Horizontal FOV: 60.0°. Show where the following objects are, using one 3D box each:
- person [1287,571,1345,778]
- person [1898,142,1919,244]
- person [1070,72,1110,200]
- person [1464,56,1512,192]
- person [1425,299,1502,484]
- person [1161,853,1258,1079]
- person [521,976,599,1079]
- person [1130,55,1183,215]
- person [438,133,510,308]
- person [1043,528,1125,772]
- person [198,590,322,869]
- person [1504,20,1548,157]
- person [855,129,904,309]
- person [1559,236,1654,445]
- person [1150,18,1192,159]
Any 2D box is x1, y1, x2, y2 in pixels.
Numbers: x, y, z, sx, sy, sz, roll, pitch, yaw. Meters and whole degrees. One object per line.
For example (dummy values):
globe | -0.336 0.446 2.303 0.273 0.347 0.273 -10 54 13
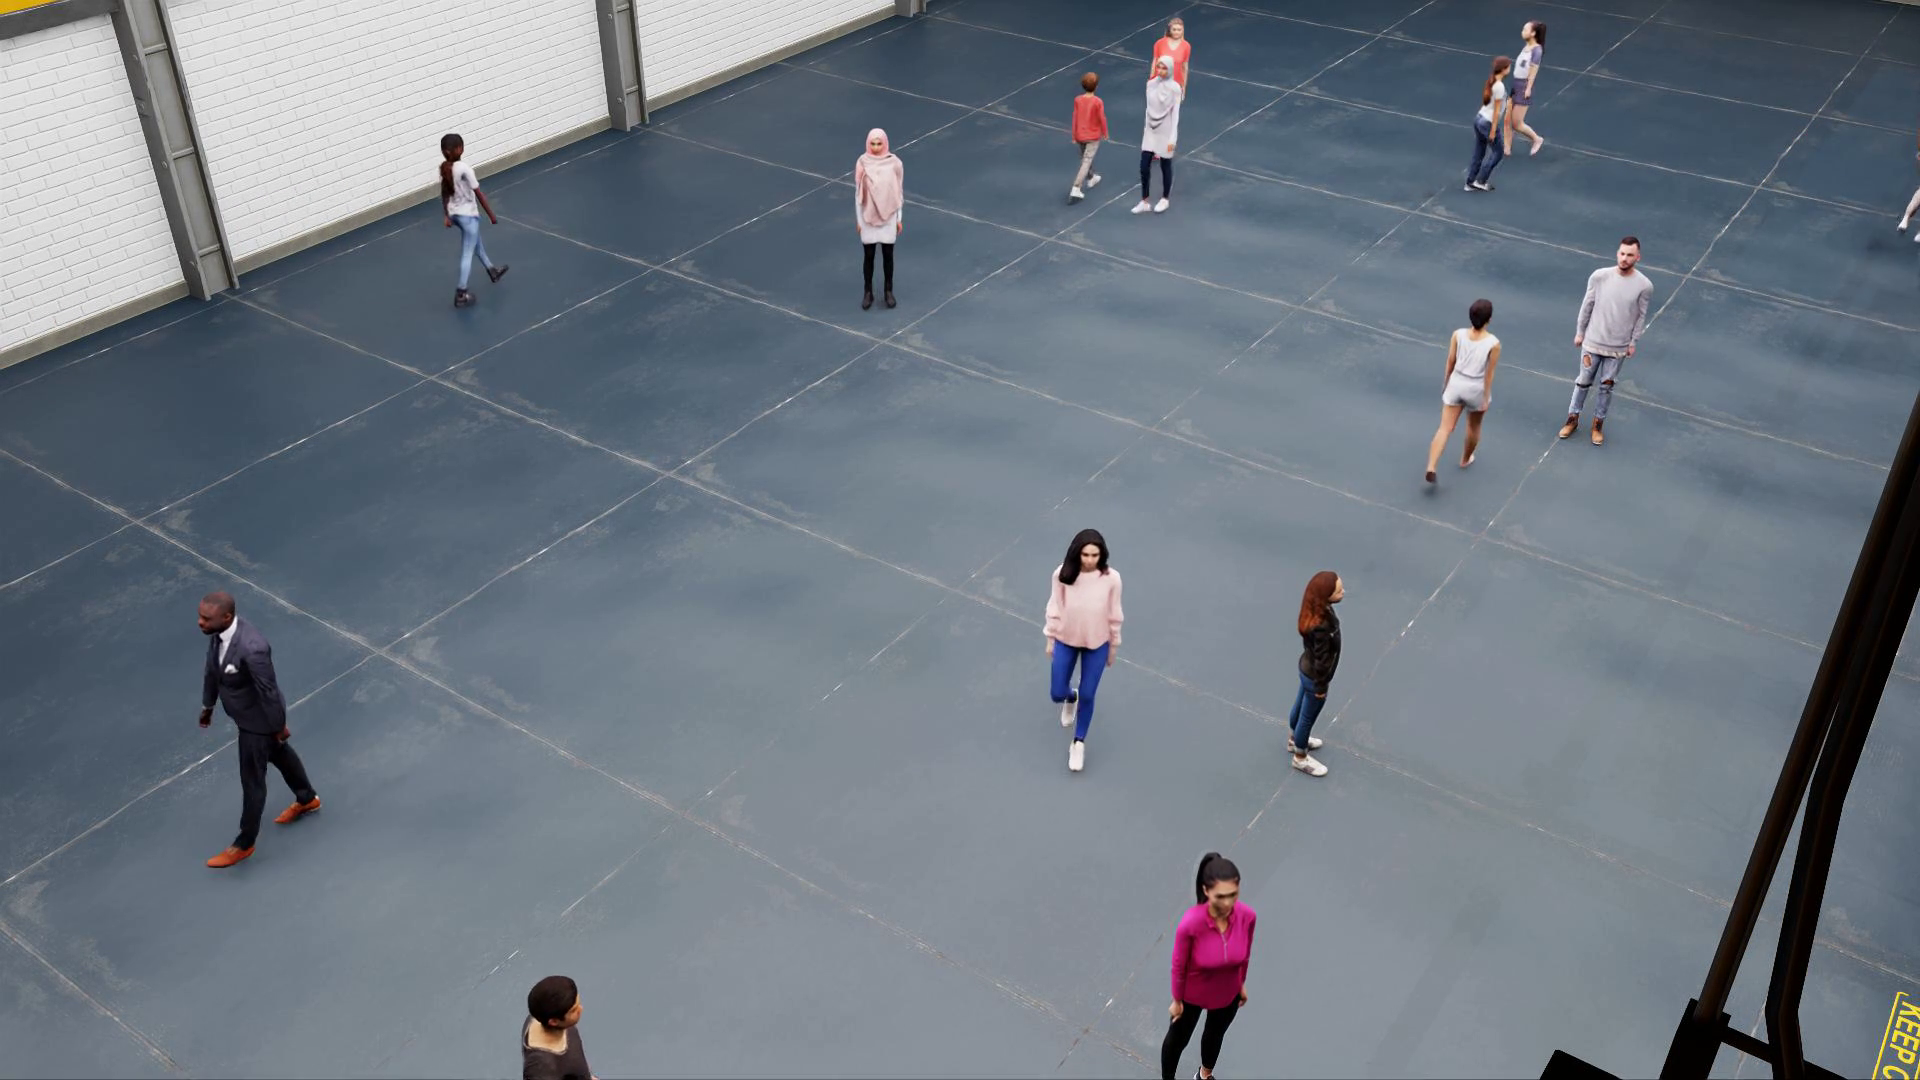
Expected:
person | 2.260 0.819 10.603 0.700 1.484 0.604 2 34 2
person | 10.332 -3.993 17.533 0.900 1.827 0.860 -18 38 -25
person | 1.412 -4.523 18.729 0.509 1.386 0.943 22 39 29
person | 5.925 -4.704 18.849 0.733 1.554 0.674 -6 34 -9
person | 4.088 -1.180 13.524 0.558 1.581 0.975 21 39 28
person | 1.228 2.228 8.289 0.671 1.698 0.744 -9 35 -13
person | -1.904 2.644 7.663 0.778 1.698 0.735 -10 35 -15
person | 2.265 -4.475 18.320 0.666 1.759 0.795 25 41 32
person | -4.917 -3.113 16.337 0.581 1.686 1.031 22 39 29
person | 0.785 0.628 10.641 0.838 1.761 0.935 6 34 9
person | -4.181 1.016 10.024 1.079 1.798 0.847 -26 42 -34
person | 6.727 -5.304 19.681 0.898 1.632 0.852 -2 34 -4
person | -0.795 -3.146 16.281 0.725 1.803 0.772 -3 34 -4
person | 5.477 -1.707 14.082 0.726 1.840 0.637 14 36 20
person | 2.465 -5.386 19.766 0.757 1.675 0.793 4 34 6
